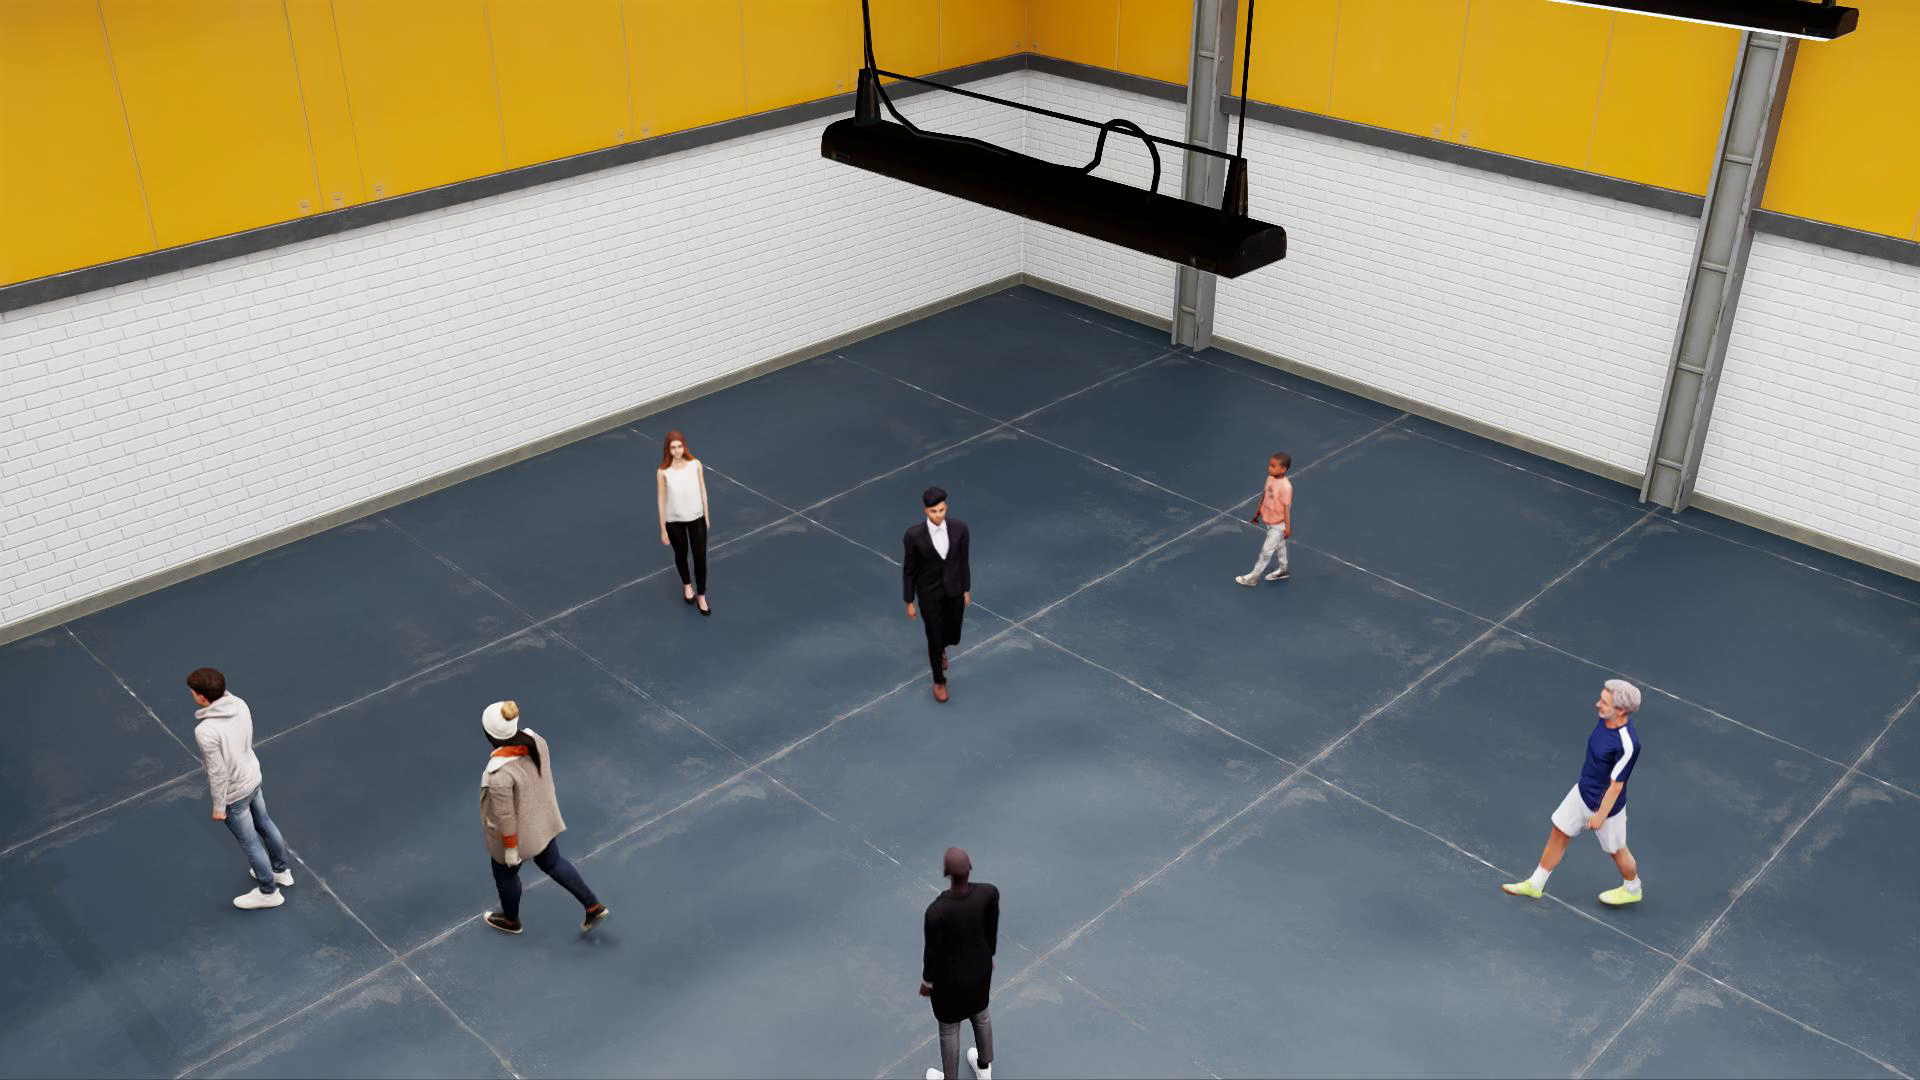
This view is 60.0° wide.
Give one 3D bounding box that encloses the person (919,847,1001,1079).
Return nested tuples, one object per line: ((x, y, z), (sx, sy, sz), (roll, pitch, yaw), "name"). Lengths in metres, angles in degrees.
((0.009, 2.500, 9.608), (0.696, 1.763, 0.640), (-16, 32, -27), "person")

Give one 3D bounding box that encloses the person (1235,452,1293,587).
((2.919, -0.198, 15.049), (0.785, 1.291, 0.825), (-9, 30, -16), "person")

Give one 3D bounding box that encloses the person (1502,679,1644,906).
((4.327, 1.724, 11.001), (1.198, 1.793, 1.167), (-1, 29, -2), "person")

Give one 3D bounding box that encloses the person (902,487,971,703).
((-0.181, 0.381, 13.383), (0.938, 1.869, 1.029), (-7, 29, -13), "person")

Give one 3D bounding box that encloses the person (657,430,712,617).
((-2.441, -0.209, 14.638), (0.796, 1.702, 0.909), (-8, 30, -15), "person")

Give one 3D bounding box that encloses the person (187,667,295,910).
((-4.806, 1.644, 11.085), (0.806, 1.851, 0.752), (1, 29, 1), "person")

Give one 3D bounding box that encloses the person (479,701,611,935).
((-2.740, 1.830, 10.730), (1.239, 1.866, 0.996), (11, 30, 19), "person")
